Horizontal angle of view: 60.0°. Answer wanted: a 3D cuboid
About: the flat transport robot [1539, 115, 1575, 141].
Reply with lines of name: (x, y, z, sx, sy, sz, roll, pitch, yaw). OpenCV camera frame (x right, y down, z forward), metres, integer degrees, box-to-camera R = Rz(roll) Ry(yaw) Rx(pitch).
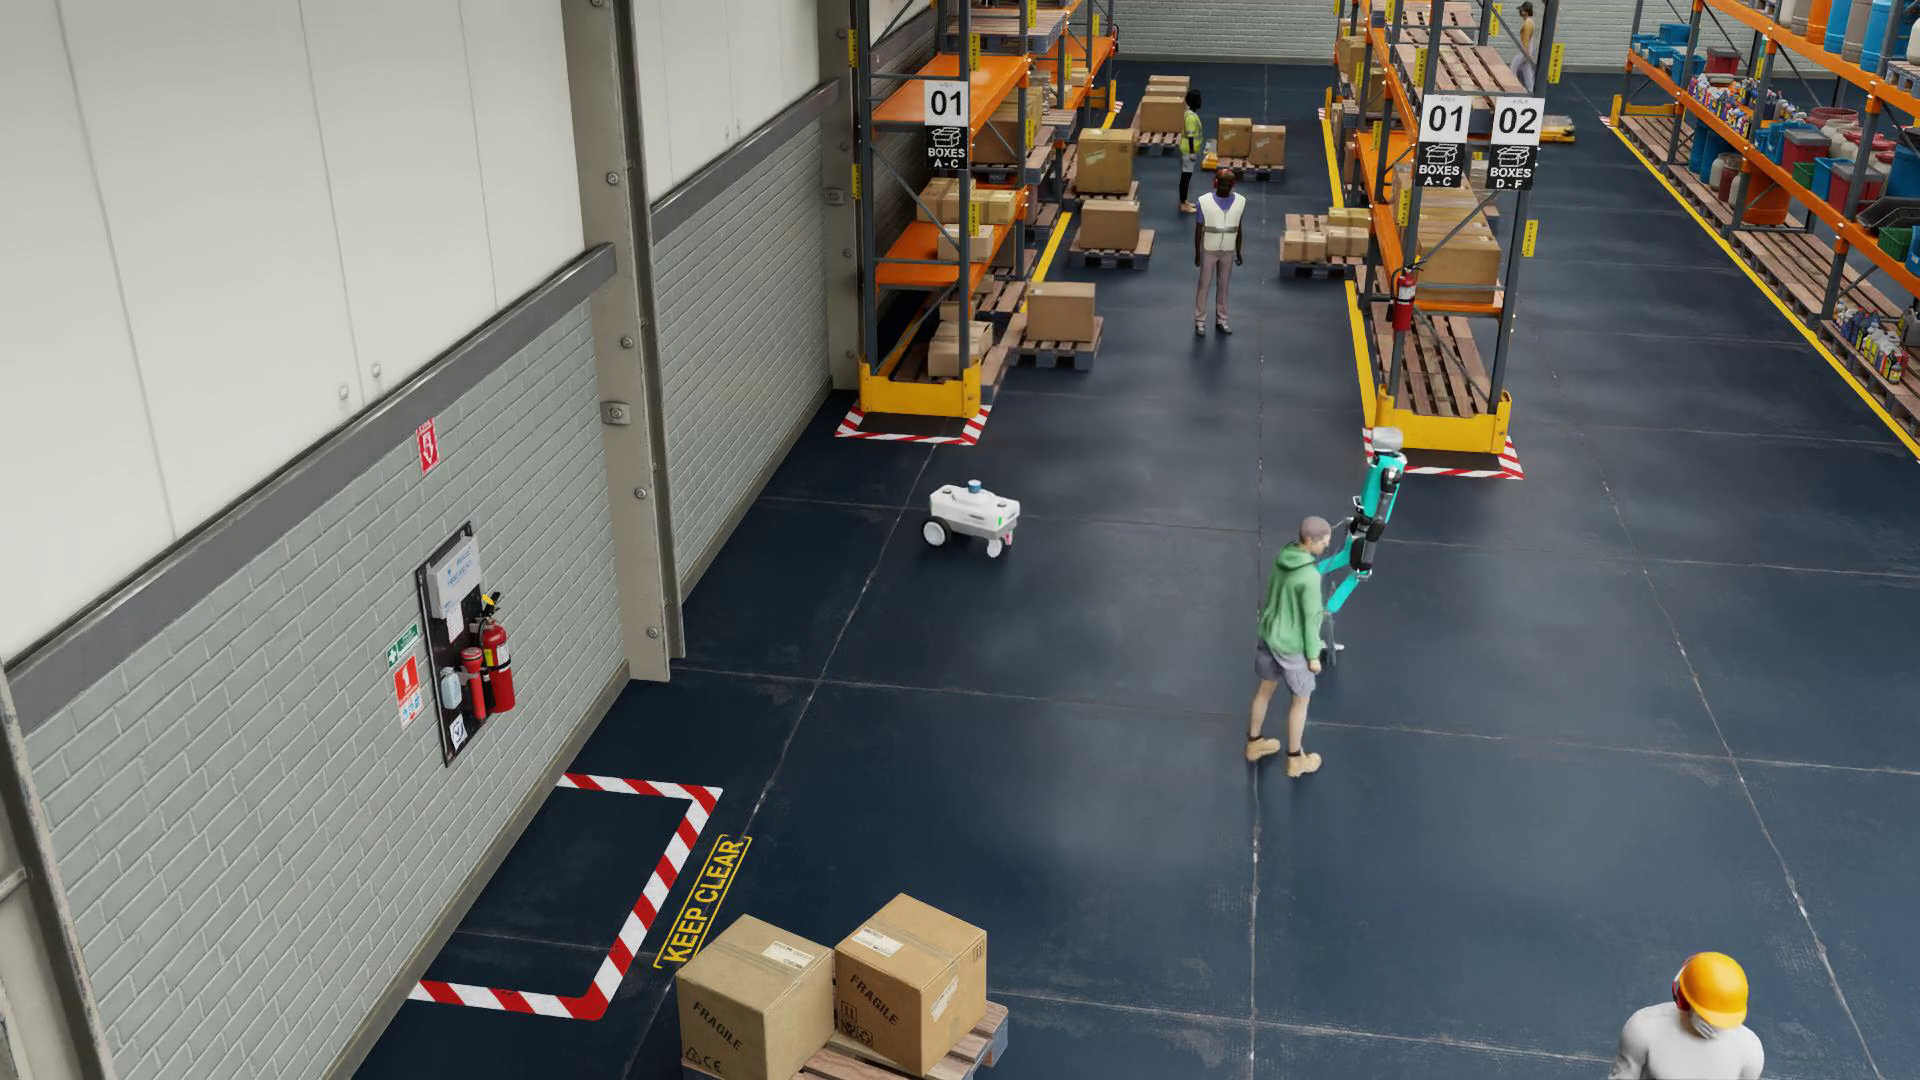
flat transport robot: (10.124, -7.053, 28.454, 0.659, 0.231, 1.431, 6, 26, 13)

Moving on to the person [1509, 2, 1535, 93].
person: (10.333, -9.041, 30.866, 0.945, 1.820, 0.554, 12, 27, 24)

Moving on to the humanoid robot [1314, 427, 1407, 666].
humanoid robot: (2.620, 0.103, 11.526, 0.764, 1.877, 0.542, 3, 25, 6)

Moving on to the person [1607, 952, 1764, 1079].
person: (2.731, 2.352, 6.418, 0.572, 1.888, 0.388, 7, 26, 14)

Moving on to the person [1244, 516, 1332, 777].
person: (2.032, 0.648, 10.251, 0.410, 1.716, 0.546, -9, 27, -19)

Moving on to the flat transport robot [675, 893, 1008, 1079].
flat transport robot: (-0.503, 2.562, 7.875, 0.659, 0.231, 1.431, 12, 28, 24)

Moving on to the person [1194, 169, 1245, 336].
person: (2.835, -3.169, 18.289, 0.562, 1.837, 0.391, -6, 26, -13)

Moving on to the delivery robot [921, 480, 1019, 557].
delivery robot: (0.091, -0.194, 13.455, 0.782, 0.611, 0.520, 15, 29, 29)

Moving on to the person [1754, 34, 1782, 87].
person: (15.811, -9.760, 32.480, 0.324, 1.765, 0.531, -19, 31, -35)

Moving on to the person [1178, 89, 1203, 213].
person: (3.238, -5.468, 23.371, 0.319, 1.697, 0.532, 2, 25, 4)

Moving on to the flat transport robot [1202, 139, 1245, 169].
flat transport robot: (4.232, -6.144, 26.509, 0.659, 0.231, 1.431, 5, 25, 10)
